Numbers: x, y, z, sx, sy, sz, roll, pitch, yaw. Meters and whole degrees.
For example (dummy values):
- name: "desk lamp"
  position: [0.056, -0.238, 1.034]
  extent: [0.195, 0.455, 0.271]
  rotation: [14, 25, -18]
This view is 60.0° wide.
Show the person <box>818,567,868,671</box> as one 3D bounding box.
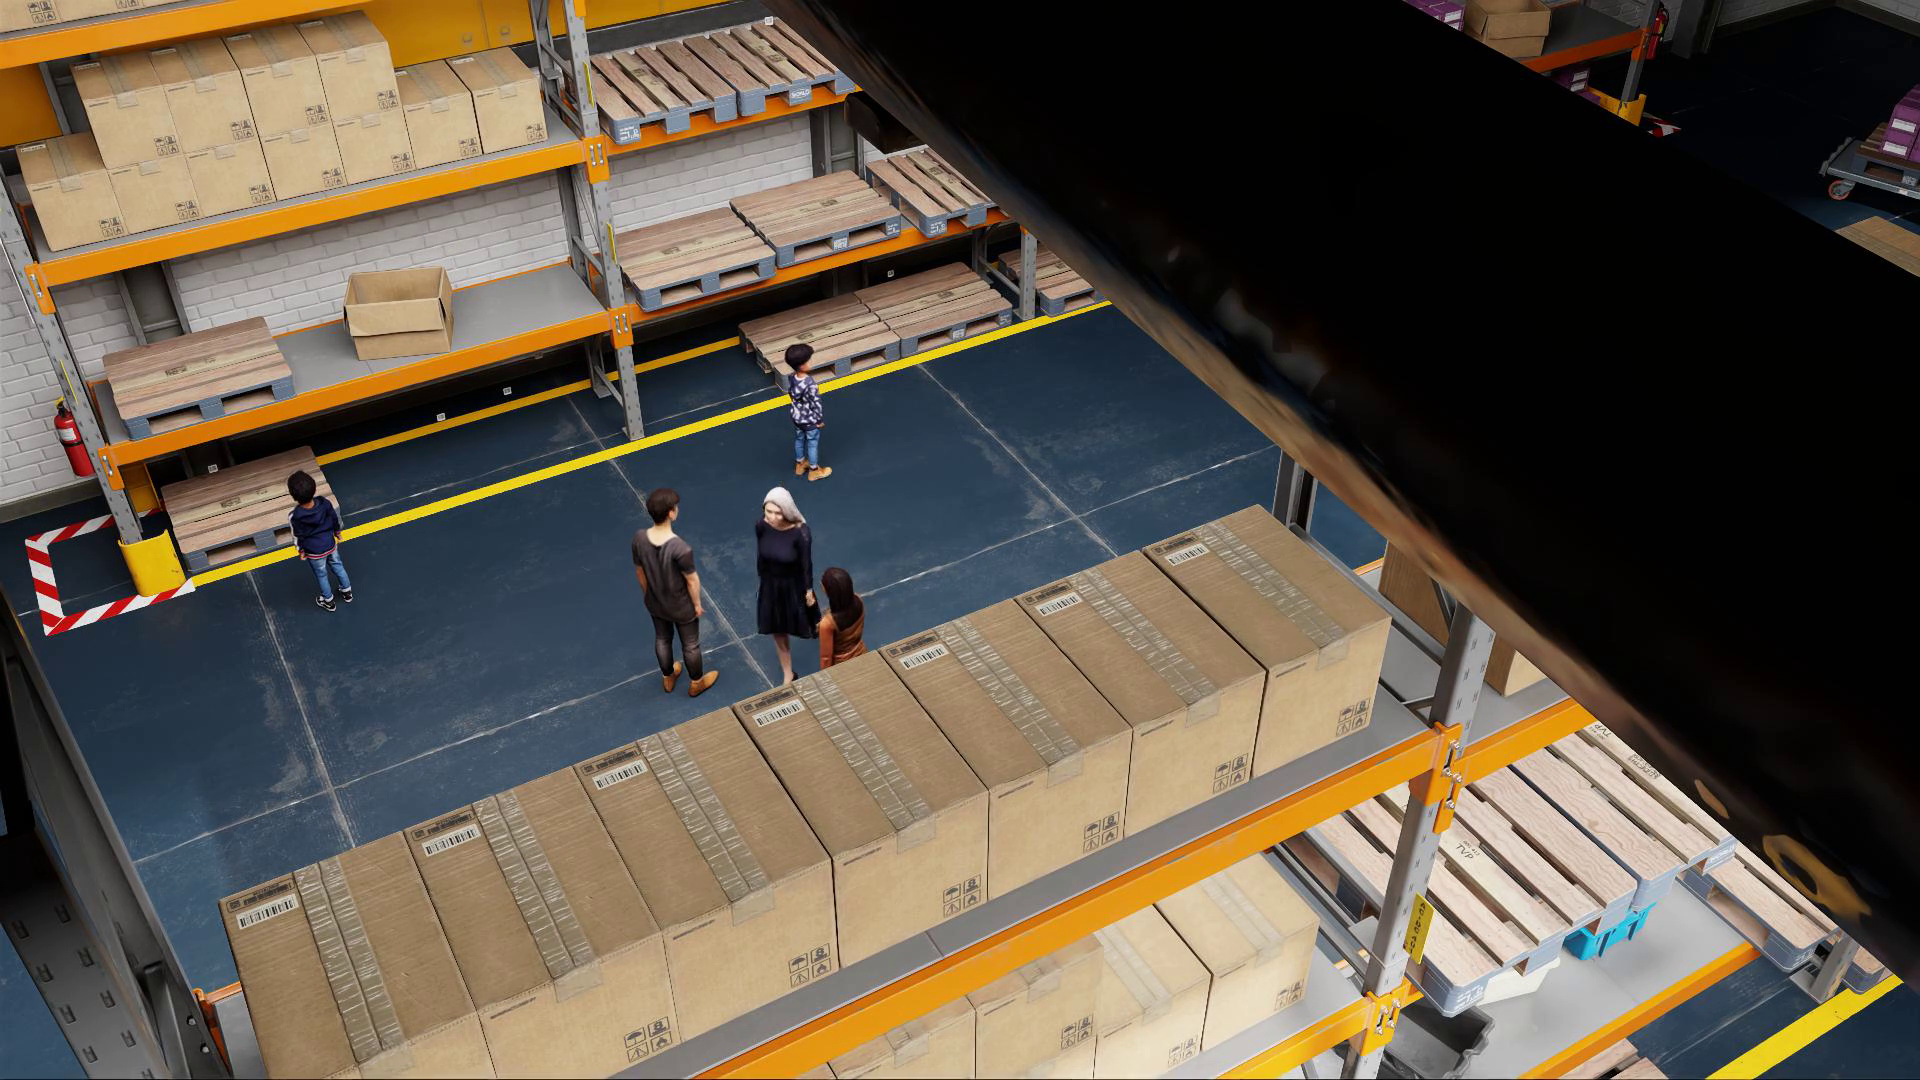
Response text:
- name: "person"
  position: [-0.751, 0.851, 10.928]
  extent: [0.697, 1.683, 0.585]
  rotation: [22, 44, 25]

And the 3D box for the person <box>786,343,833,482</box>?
- name: "person"
  position: [-1.268, -1.054, 13.661]
  extent: [0.542, 1.250, 0.548]
  rotation: [31, 48, 33]

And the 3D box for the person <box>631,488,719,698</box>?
- name: "person"
  position: [-1.996, 0.386, 11.488]
  extent: [0.706, 1.711, 0.743]
  rotation: [14, 41, 17]

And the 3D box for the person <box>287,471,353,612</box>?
- name: "person"
  position: [-4.770, 0.003, 12.360]
  extent: [0.497, 1.221, 0.625]
  rotation: [-31, 48, -33]

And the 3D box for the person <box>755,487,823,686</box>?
- name: "person"
  position: [-1.176, 0.320, 11.557]
  extent: [0.923, 1.728, 1.014]
  rotation: [13, 40, 16]
